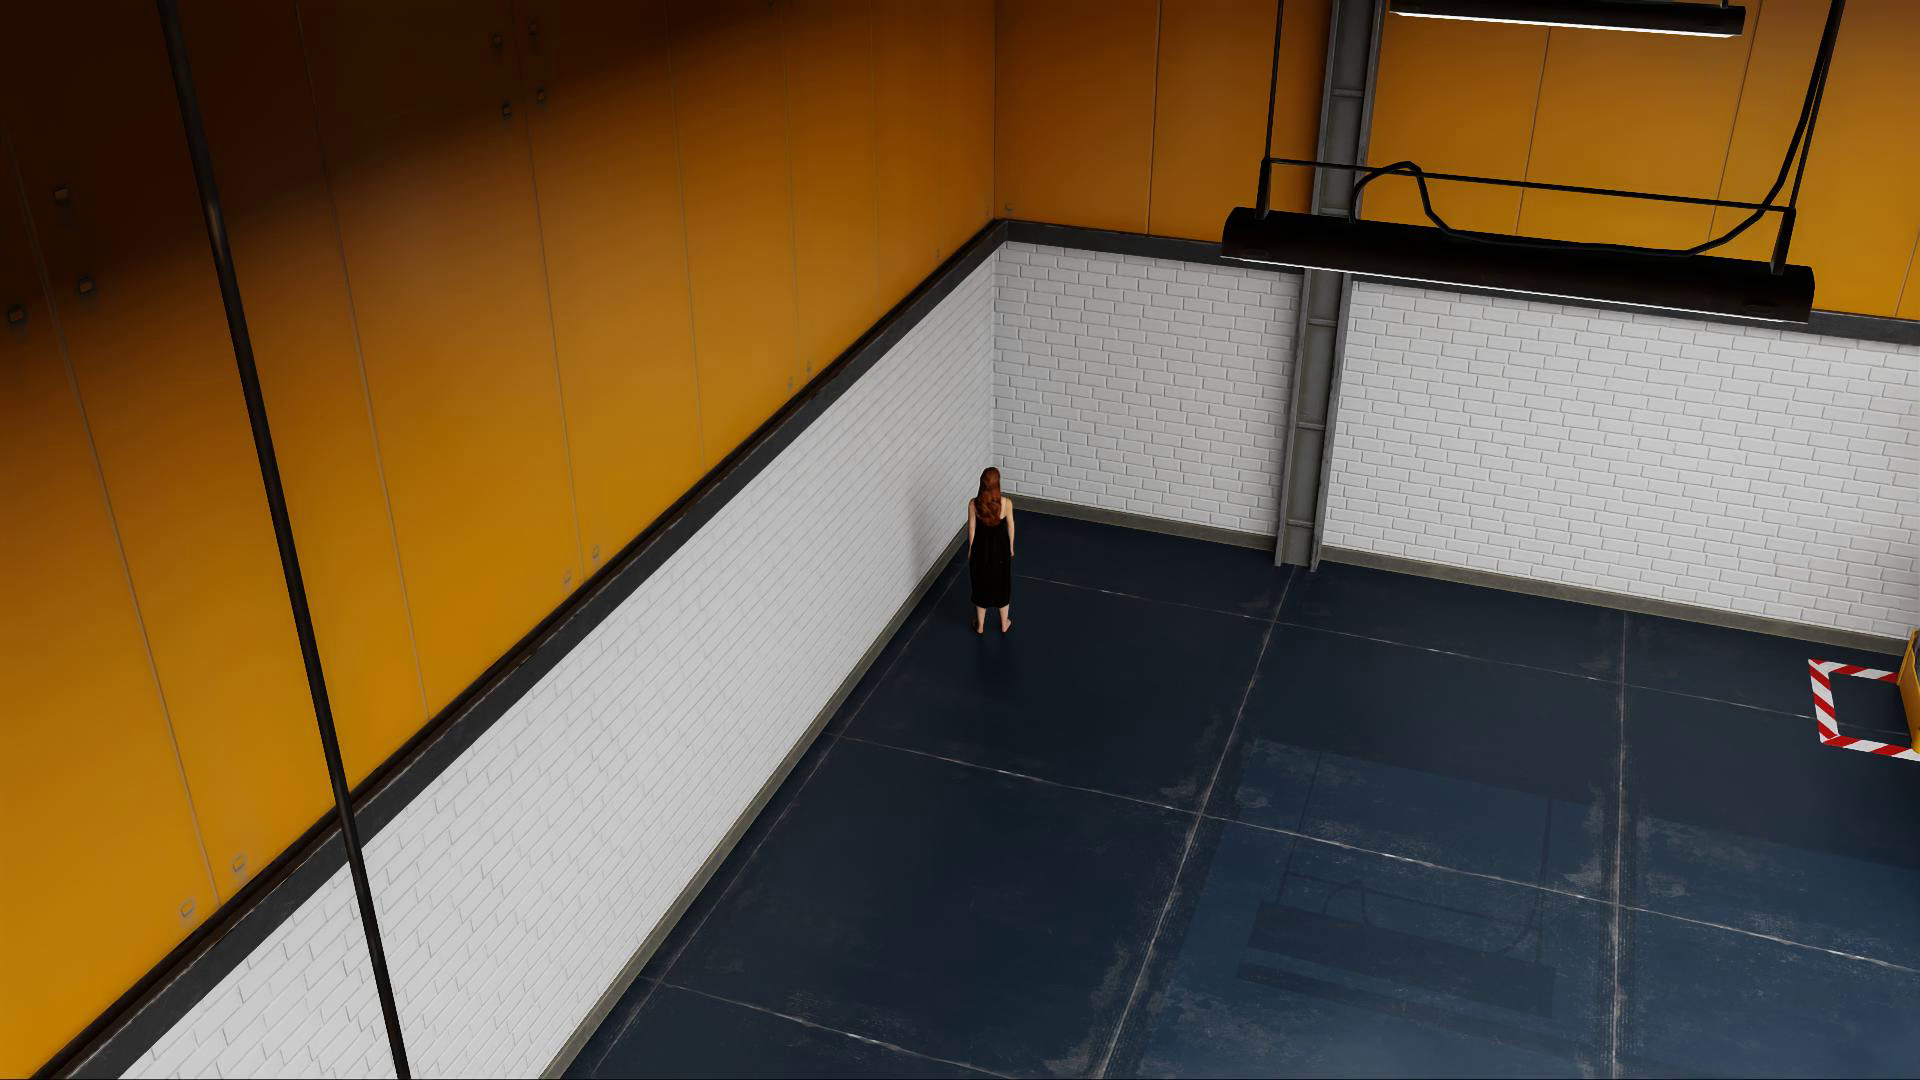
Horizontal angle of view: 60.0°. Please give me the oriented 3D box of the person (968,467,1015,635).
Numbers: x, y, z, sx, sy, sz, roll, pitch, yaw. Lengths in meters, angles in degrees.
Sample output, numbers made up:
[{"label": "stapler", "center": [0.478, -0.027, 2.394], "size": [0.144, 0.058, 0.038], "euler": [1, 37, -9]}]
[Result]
[{"label": "person", "center": [0.268, 0.091, 14.639], "size": [0.618, 1.625, 0.710], "euler": [-1, 29, -3]}]
